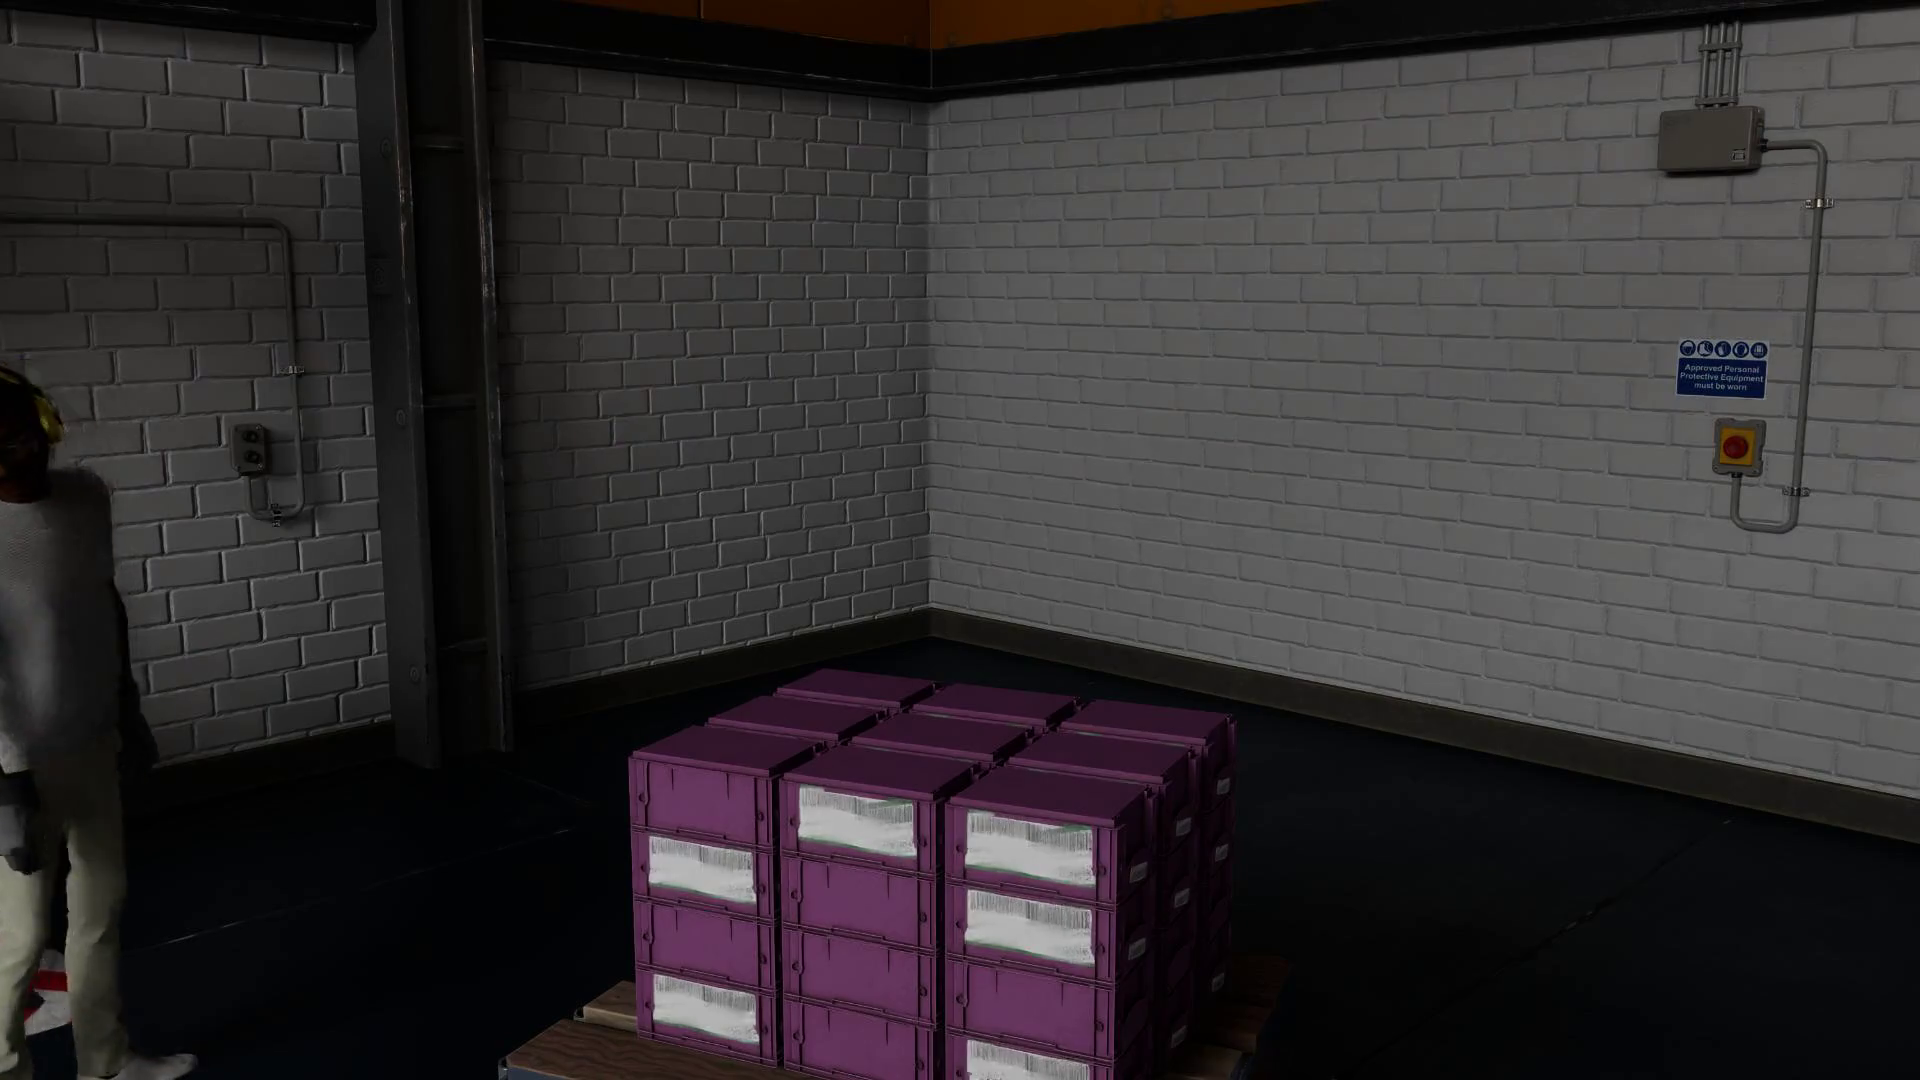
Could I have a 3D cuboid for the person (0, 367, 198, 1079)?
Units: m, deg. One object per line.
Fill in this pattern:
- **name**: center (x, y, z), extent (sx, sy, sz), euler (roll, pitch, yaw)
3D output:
- **person**: center (-2.068, 0.499, 3.836), extent (0.330, 1.832, 0.653), euler (2, 9, 12)
